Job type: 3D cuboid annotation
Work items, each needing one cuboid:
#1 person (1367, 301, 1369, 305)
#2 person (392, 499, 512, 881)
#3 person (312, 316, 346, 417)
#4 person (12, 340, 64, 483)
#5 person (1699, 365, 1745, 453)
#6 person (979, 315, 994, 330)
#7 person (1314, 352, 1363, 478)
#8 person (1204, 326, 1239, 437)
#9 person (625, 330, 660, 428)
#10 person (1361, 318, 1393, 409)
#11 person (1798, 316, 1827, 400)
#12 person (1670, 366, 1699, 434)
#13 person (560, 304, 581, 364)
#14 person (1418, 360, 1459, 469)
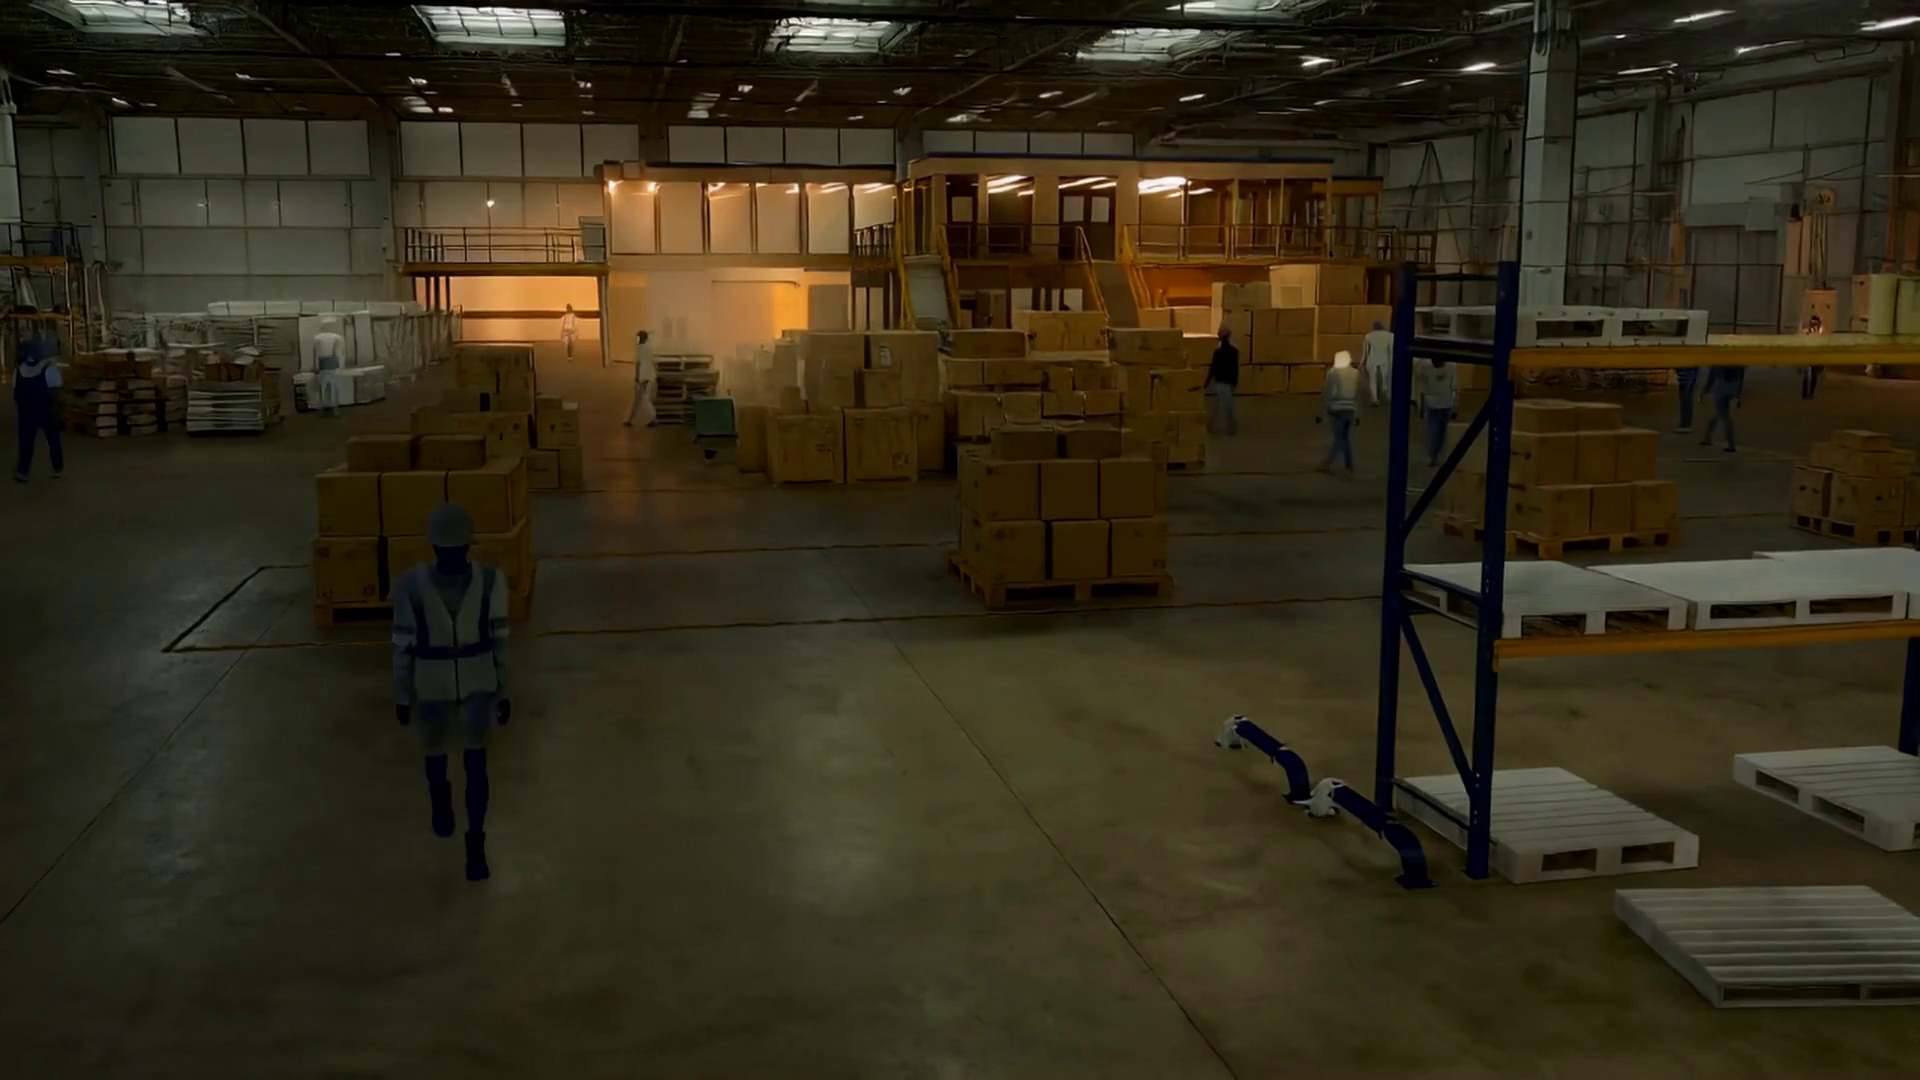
[{"bbox_3d":[12.664,-6.399,51.316,0.612,1.996,0.388,-8,12,-40],"label":"person"},{"bbox_3d":[-2.523,0.709,8.289,0.552,1.909,0.721,-4,10,-21],"label":"person"},{"bbox_3d":[-12.649,-3.463,33.356,0.628,2.020,0.473,0,9,-3],"label":"person"},{"bbox_3d":[-12.900,-1.808,23.200,0.700,2.000,1.029,-1,9,-7],"label":"person"},{"bbox_3d":[12.440,-2.379,27.184,0.596,1.877,0.960,-4,10,-21],"label":"person"},{"bbox_3d":[0.642,-4.674,41.309,0.580,1.829,0.642,-5,11,-29],"label":"person"},{"bbox_3d":[5.445,-1.817,24.039,0.624,1.779,0.995,-5,11,-29],"label":"person"},{"bbox_3d":[4.595,-2.814,29.599,0.955,1.955,0.616,9,13,43],"label":"person"},{"bbox_3d":[-5.983,-3.017,31.237,0.807,1.820,0.595,6,11,34],"label":"person"},{"bbox_3d":[8.860,-3.763,35.445,0.662,1.927,0.571,0,9,-1],"label":"person"},{"bbox_3d":[19.423,-4.137,37.851,0.583,1.883,0.985,4,10,23],"label":"person"},{"bbox_3d":[13.106,-2.880,30.025,0.402,1.944,0.605,2,10,13],"label":"person"},{"bbox_3d":[-12.194,-6.462,52.096,0.628,1.855,0.707,0,9,1],"label":"person"},{"bbox_3d":[7.155,-2.025,24.908,0.616,1.908,0.536,1,9,6],"label":"person"}]
